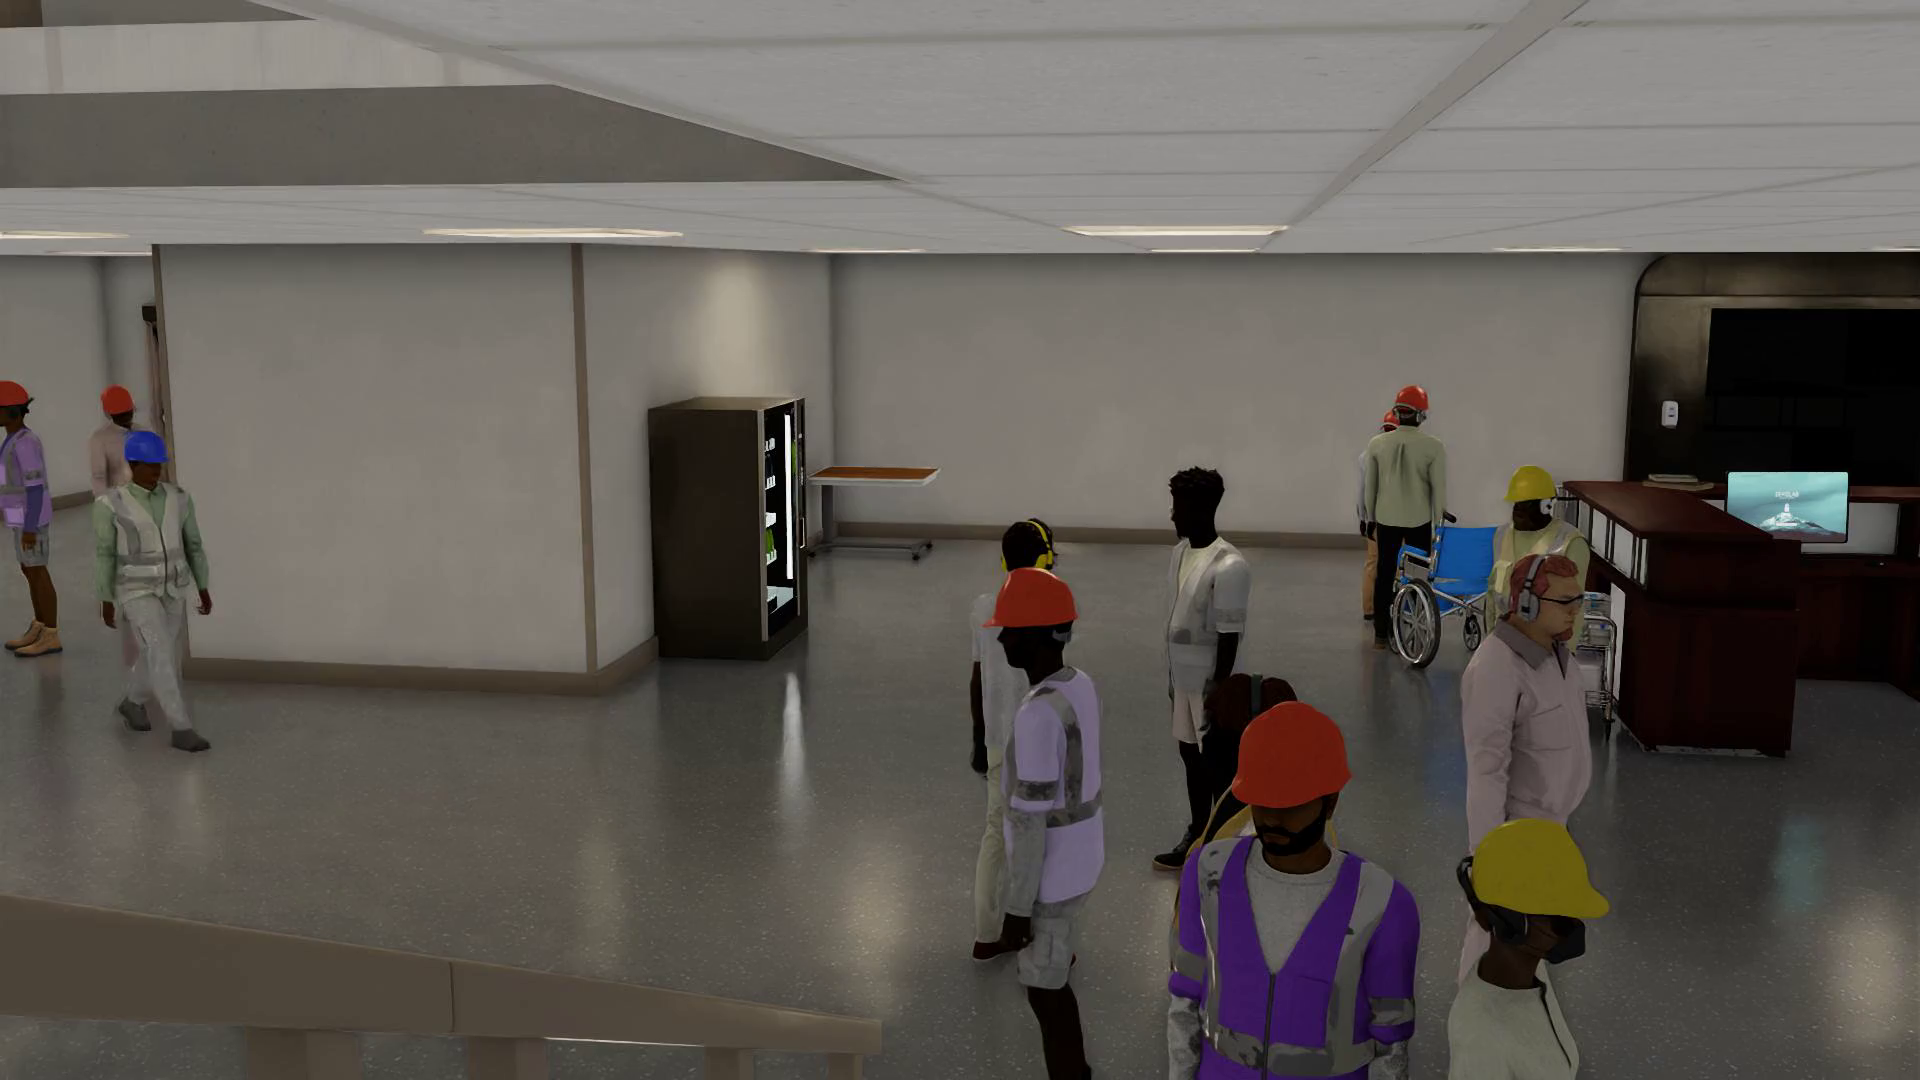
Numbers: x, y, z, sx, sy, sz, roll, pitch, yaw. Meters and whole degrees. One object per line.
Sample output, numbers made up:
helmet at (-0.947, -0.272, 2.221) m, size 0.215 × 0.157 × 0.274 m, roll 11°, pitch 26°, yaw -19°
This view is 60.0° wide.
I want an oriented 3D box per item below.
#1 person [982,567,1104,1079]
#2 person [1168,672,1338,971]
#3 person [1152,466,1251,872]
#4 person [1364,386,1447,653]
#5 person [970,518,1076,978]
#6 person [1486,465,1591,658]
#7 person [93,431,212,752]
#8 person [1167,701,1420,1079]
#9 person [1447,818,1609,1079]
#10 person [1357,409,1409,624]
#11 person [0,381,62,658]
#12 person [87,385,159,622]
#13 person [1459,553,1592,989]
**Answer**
person at (0.255, 1.040, 5.281) m, size 0.391 × 1.926 × 0.546 m, roll 2°, pitch 10°, yaw 14°
person at (0.751, 1.242, 4.299) m, size 0.429 × 1.841 × 0.634 m, roll 1°, pitch 9°, yaw 4°
person at (1.119, 0.633, 7.694) m, size 0.366 × 1.962 × 0.608 m, roll -3°, pitch 10°, yaw -18°
person at (3.331, -0.156, 12.442) m, size 0.613 × 1.994 × 0.395 m, roll 6°, pitch 11°, yaw 33°
person at (0.251, 0.840, 6.732) m, size 0.516 × 1.861 × 0.320 m, roll 9°, pitch 13°, yaw 43°
person at (3.068, 0.503, 8.937) m, size 0.408 × 1.820 × 0.598 m, roll -6°, pitch 11°, yaw -32°
person at (-4.888, 0.280, 10.045) m, size 0.986 × 1.906 × 0.618 m, roll 6°, pitch 11°, yaw 33°
person at (0.705, 1.297, 3.658) m, size 0.544 × 1.939 × 0.354 m, roll 5°, pitch 10°, yaw 26°
person at (1.121, 1.423, 3.415) m, size 0.312 × 1.769 × 0.522 m, roll 4°, pitch 10°, yaw 25°
person at (3.478, -0.186, 13.405) m, size 0.564 × 1.743 × 0.350 m, roll 7°, pitch 12°, yaw 38°
person at (-6.926, -0.153, 12.280) m, size 0.397 × 2.044 × 0.609 m, roll -7°, pitch 11°, yaw -36°
person at (-6.657, -0.283, 13.371) m, size 0.458 × 1.947 × 0.697 m, roll 4°, pitch 10°, yaw 21°
person at (1.960, 0.979, 5.755) m, size 0.399 × 1.901 × 0.649 m, roll 7°, pitch 12°, yaw 38°
